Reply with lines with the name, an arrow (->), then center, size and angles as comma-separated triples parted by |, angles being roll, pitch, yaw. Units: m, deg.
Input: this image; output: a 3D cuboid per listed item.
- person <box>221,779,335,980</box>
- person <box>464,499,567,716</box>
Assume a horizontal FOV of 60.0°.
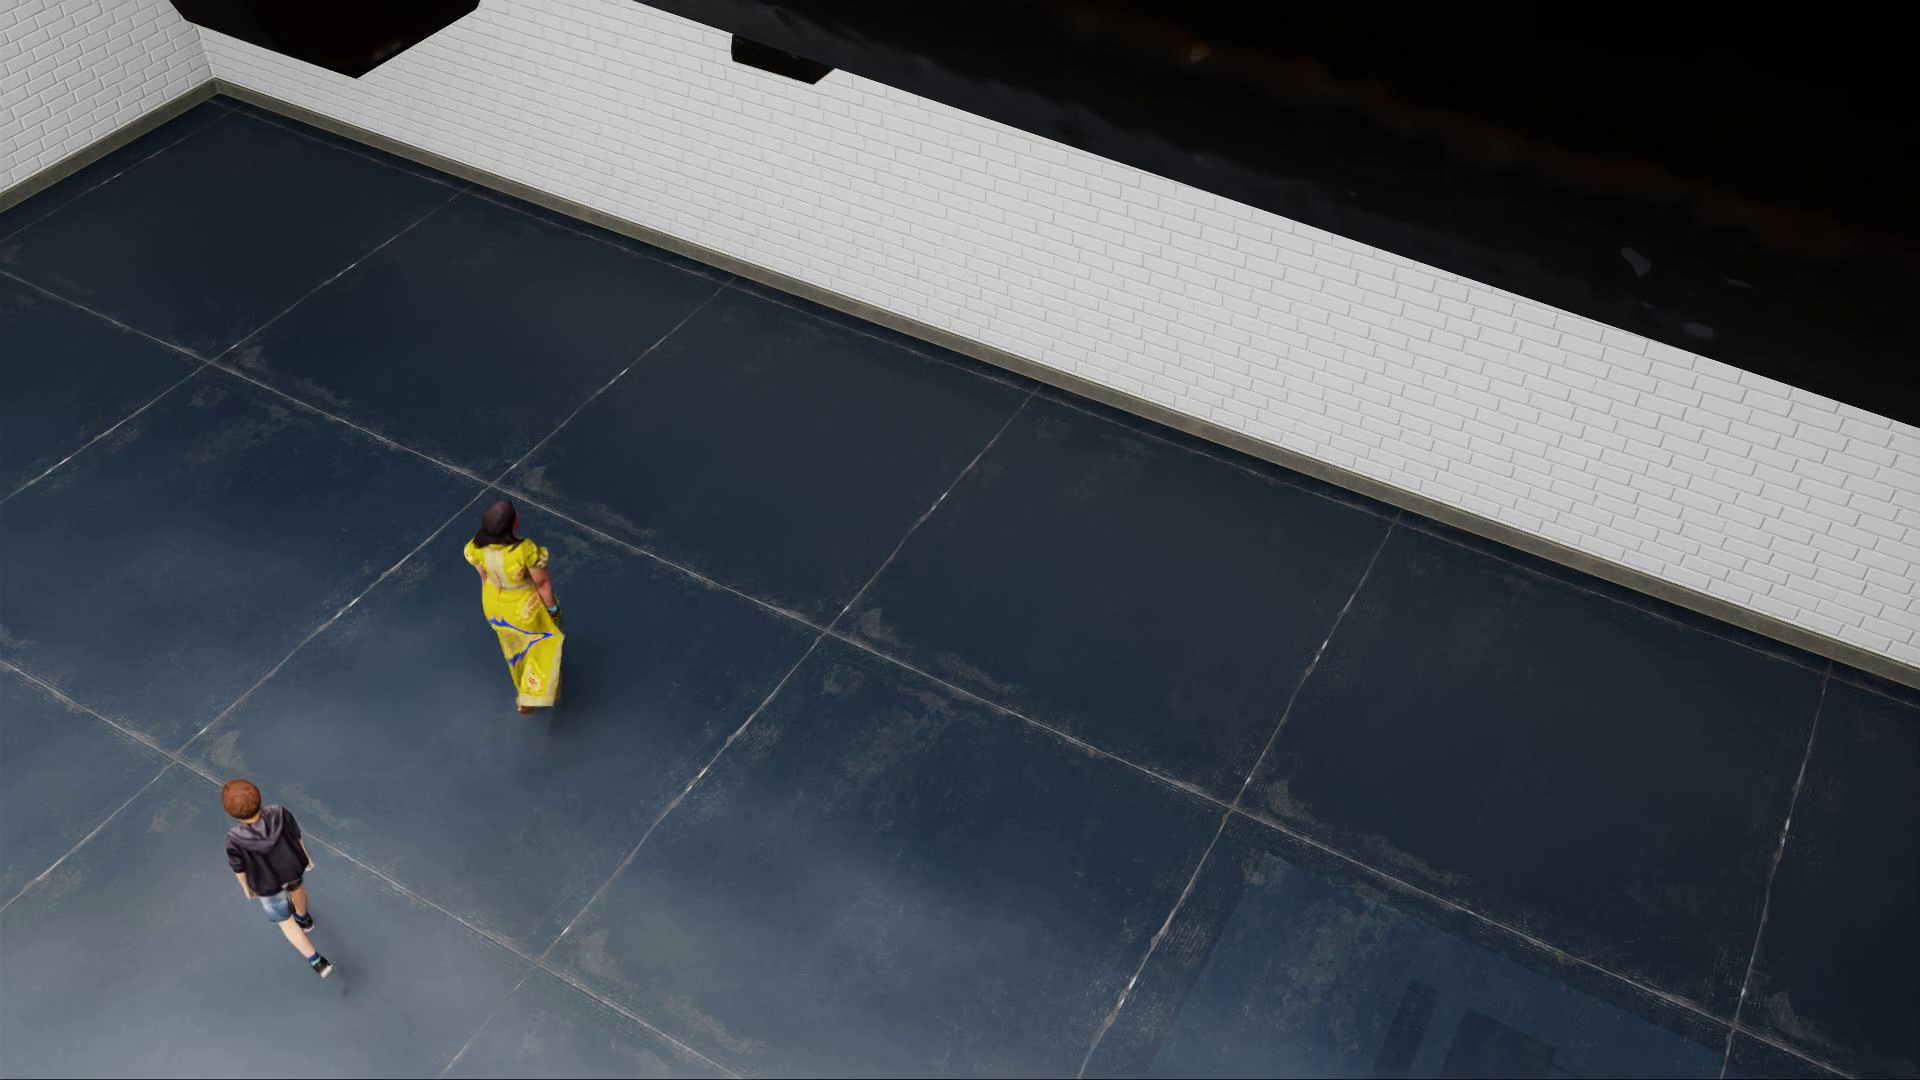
person -> -3.697, 1.847, 9.051 | 0.924, 1.425, 0.766 | -33, 53, -30
person -> -2.767, 0.465, 10.349 | 0.901, 1.644, 1.050 | 7, 44, 7
